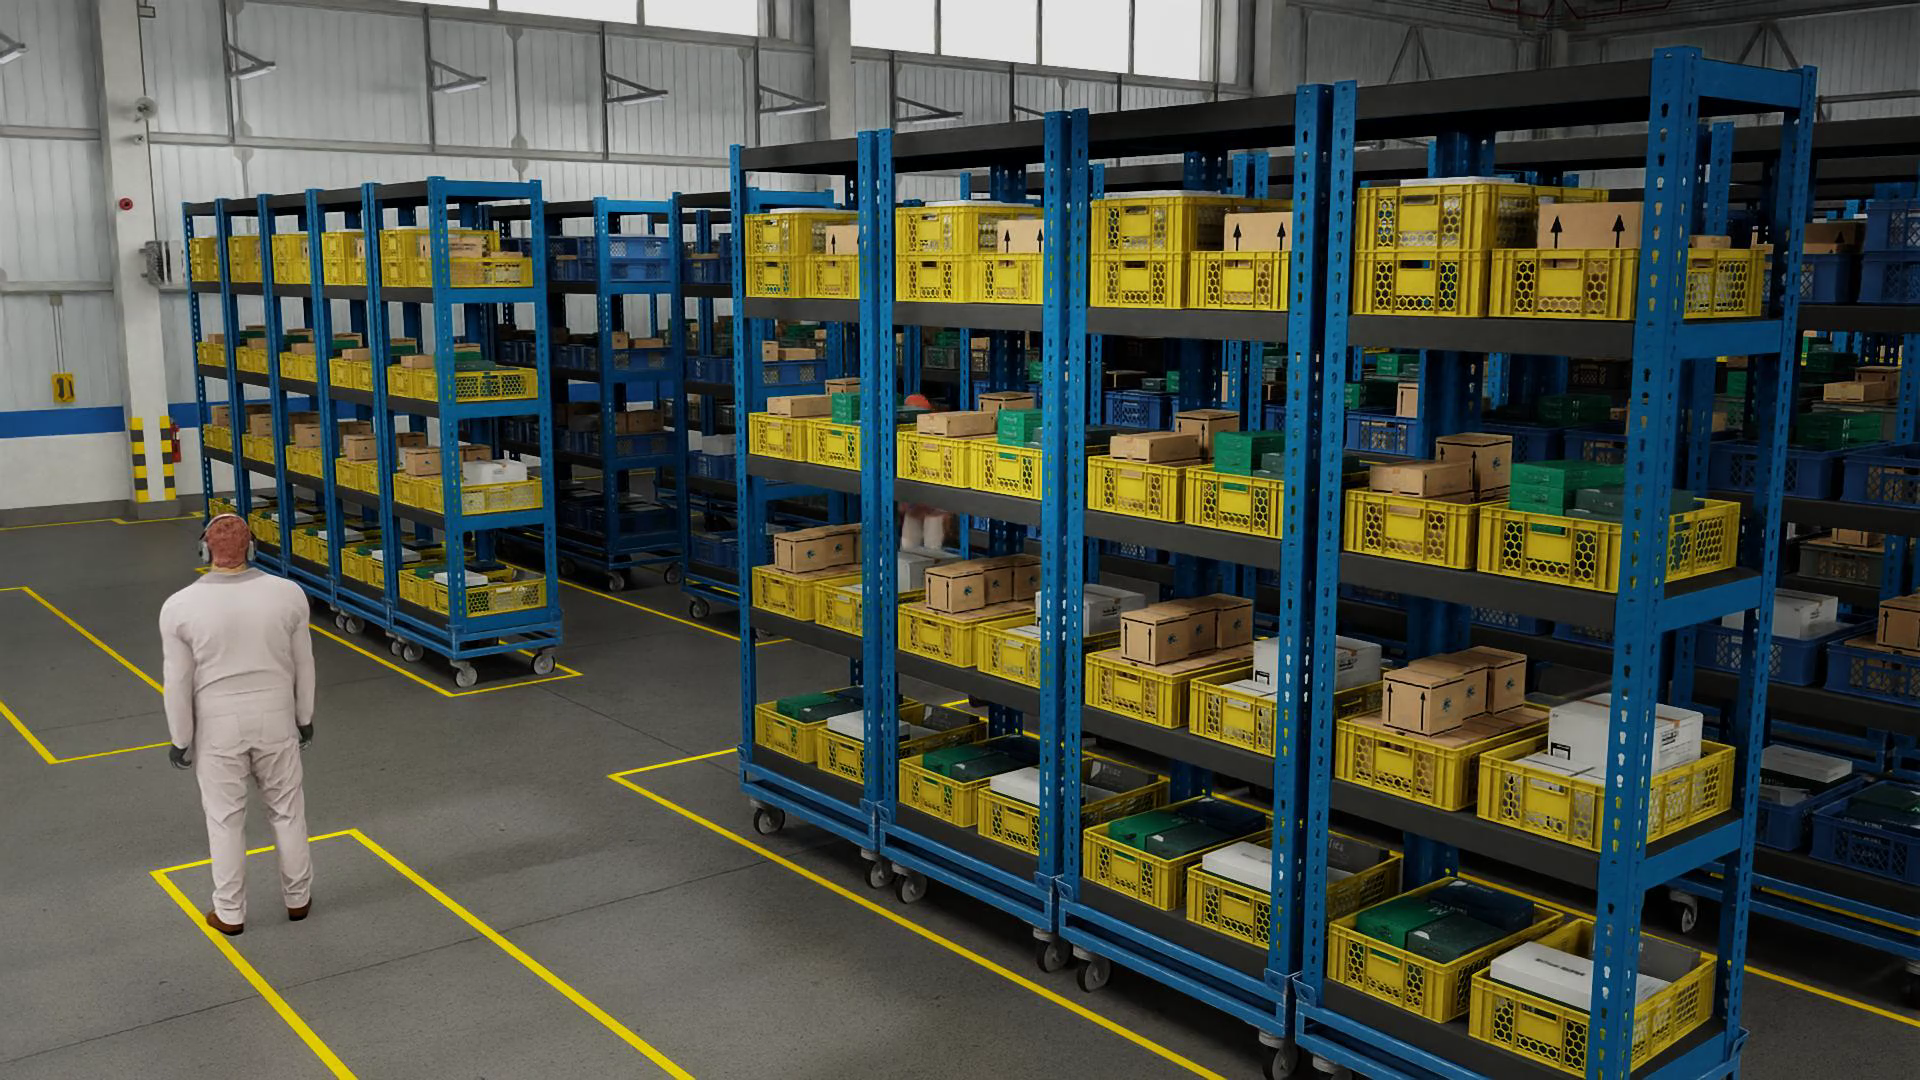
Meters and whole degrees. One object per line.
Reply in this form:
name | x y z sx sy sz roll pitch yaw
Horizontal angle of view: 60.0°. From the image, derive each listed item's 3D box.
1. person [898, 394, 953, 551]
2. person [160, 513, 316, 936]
person | -0.273 -0.245 13.820 0.628 1.968 0.643 7 12 37
person | -3.250 0.826 7.533 0.637 1.911 0.403 -6 11 -33
